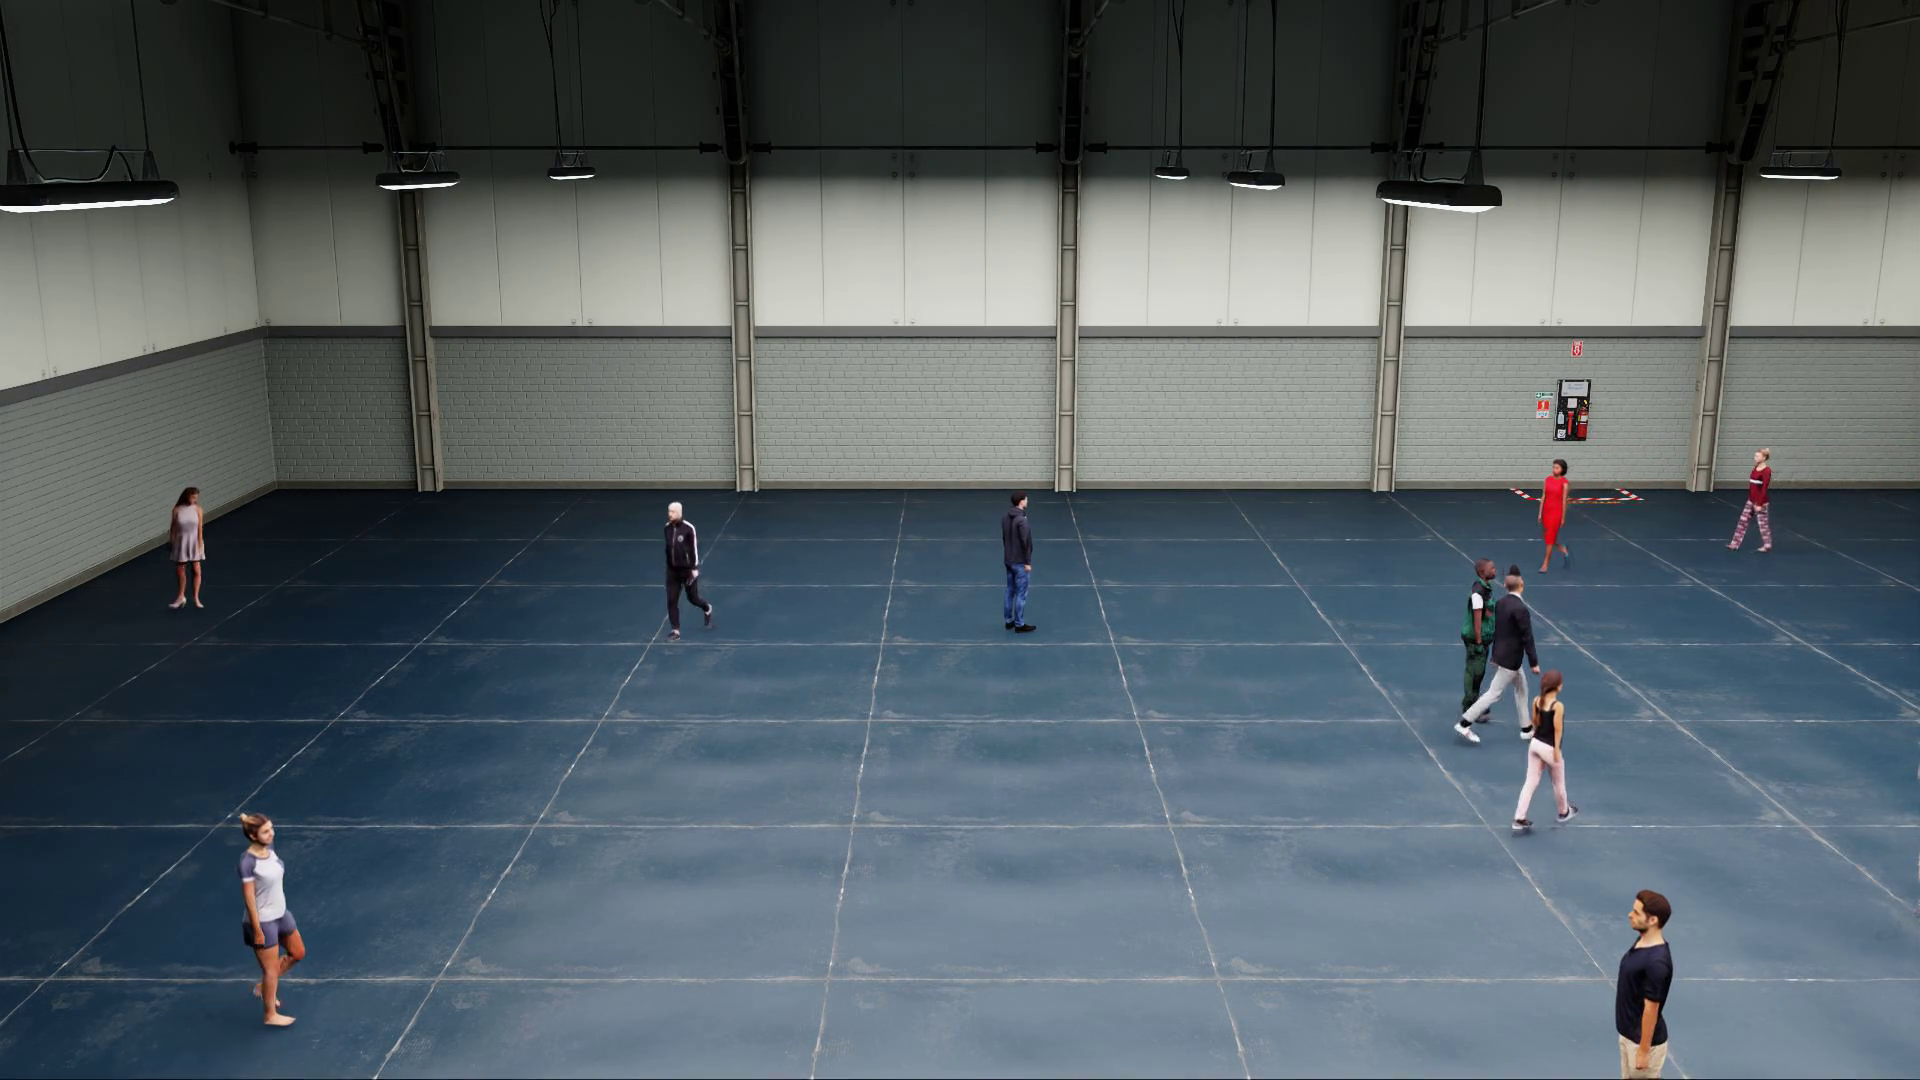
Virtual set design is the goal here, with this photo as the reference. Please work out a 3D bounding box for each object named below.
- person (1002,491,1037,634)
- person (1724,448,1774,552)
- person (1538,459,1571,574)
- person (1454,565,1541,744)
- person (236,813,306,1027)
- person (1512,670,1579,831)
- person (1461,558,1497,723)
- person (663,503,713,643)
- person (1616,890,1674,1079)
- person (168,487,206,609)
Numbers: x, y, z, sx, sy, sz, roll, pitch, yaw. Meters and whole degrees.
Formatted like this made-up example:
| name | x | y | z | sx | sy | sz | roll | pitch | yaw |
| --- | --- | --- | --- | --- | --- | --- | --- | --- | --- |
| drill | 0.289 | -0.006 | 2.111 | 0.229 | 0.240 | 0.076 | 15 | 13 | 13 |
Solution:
| name | x | y | z | sx | sy | sz | roll | pitch | yaw |
| --- | --- | --- | --- | --- | --- | --- | --- | --- | --- |
| person | 0.748 | 0.273 | 21.976 | 0.770 | 1.895 | 0.761 | -8 | 15 | -32 |
| person | 12.661 | -0.591 | 26.235 | 1.056 | 1.656 | 0.736 | -2 | 13 | -8 |
| person | 8.996 | -0.363 | 25.106 | 1.067 | 1.721 | 0.902 | -9 | 16 | -33 |
| person | 5.738 | 1.256 | 17.695 | 1.237 | 1.910 | 0.734 | 0 | 13 | 1 |
| person | -5.063 | 2.730 | 11.993 | 0.630 | 1.612 | 0.597 | 1 | 13 | 4 |
| person | 5.383 | 1.984 | 15.419 | 1.103 | 1.519 | 0.910 | -8 | 15 | -32 |
| person | 5.779 | 1.095 | 18.546 | 0.734 | 1.840 | 0.762 | 5 | 14 | 20 |
| person | -3.555 | 0.398 | 21.631 | 1.146 | 1.807 | 1.018 | 6 | 14 | 23 |
| person | 4.188 | 3.027 | 10.169 | 0.593 | 1.856 | 0.672 | 2 | 13 | 9 |
| person | -10.730 | 0.119 | 23.000 | 0.647 | 1.731 | 0.850 | -2 | 13 | -8 |
